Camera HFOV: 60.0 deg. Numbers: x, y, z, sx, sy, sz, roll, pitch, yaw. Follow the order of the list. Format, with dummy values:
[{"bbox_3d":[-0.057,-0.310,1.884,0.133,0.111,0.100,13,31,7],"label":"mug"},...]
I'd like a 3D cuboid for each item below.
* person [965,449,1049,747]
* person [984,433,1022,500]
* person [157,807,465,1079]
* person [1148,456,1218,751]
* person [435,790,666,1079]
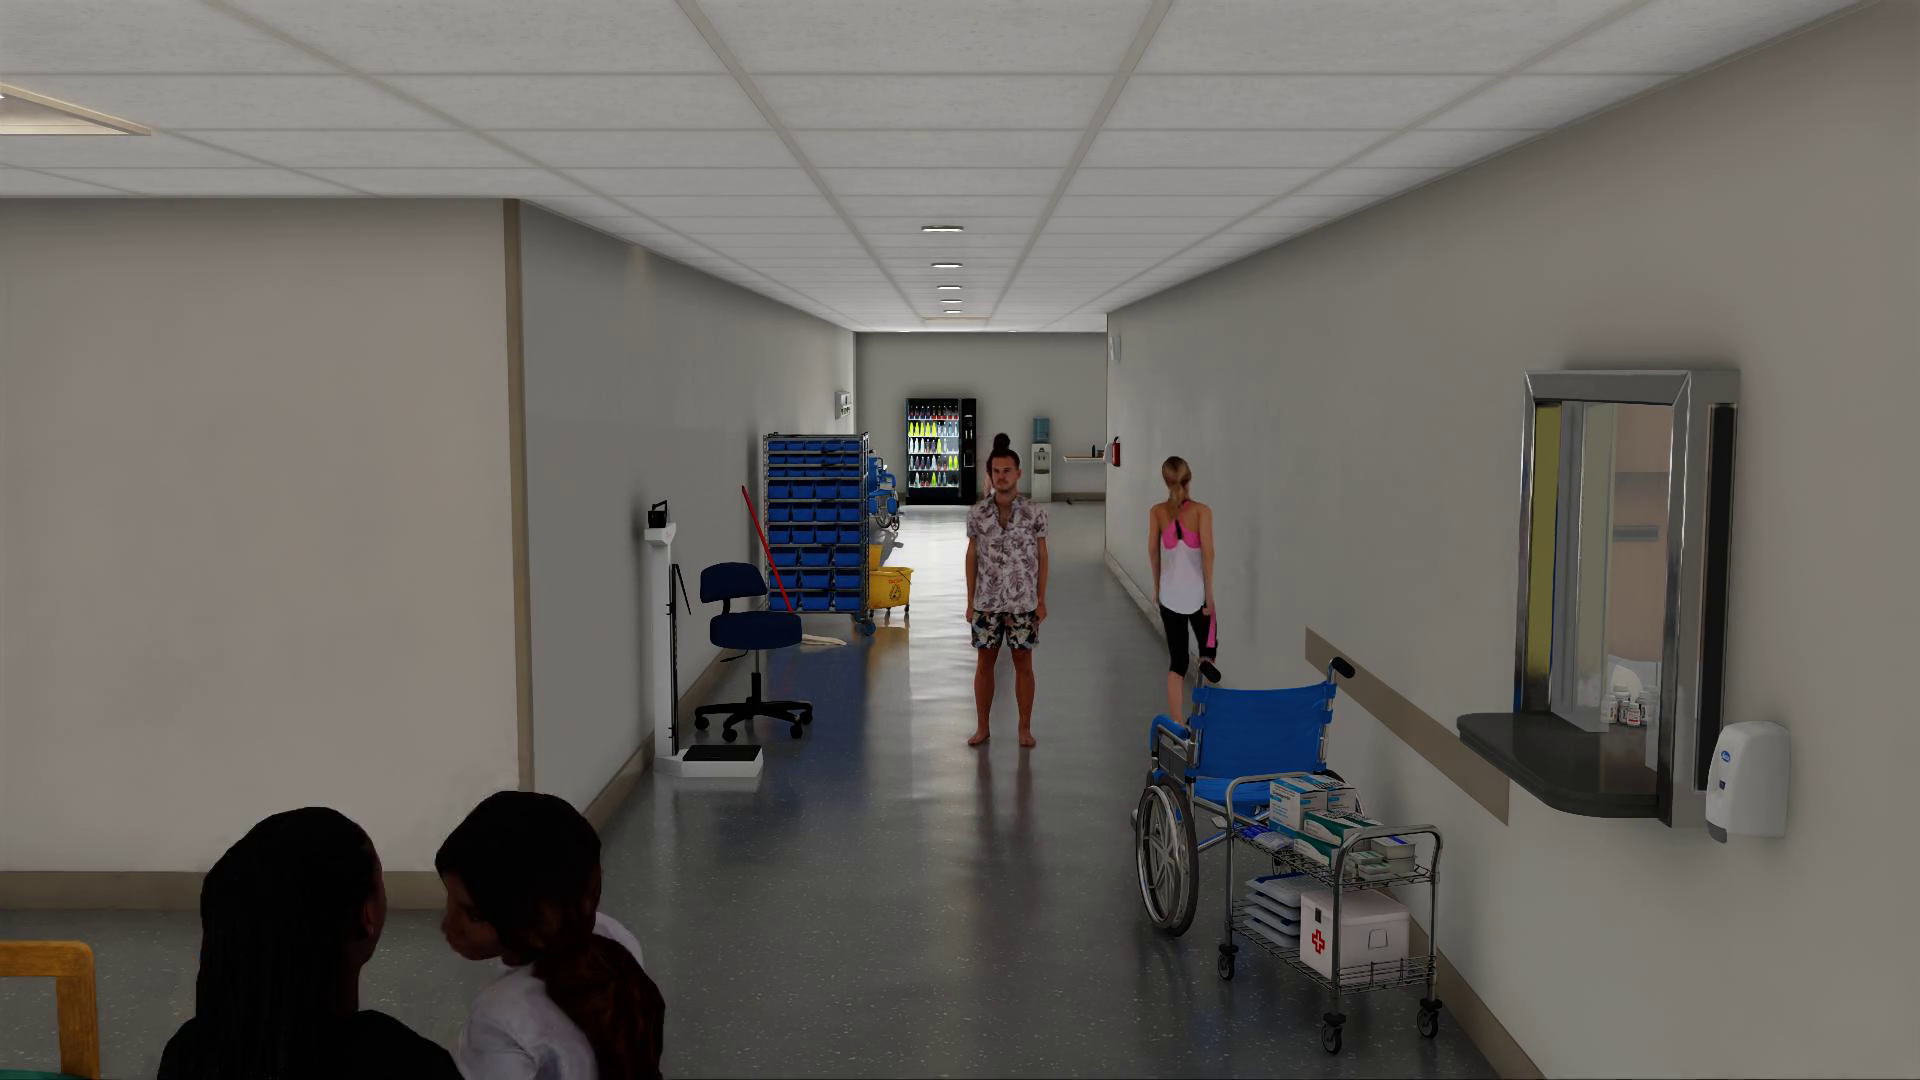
[{"bbox_3d":[0.282,0.342,10.261,0.537,1.816,0.749,1,6,7],"label":"person"},{"bbox_3d":[0.412,-0.284,17.359,0.547,1.641,0.658,1,6,12],"label":"person"},{"bbox_3d":[-0.855,1.215,2.126,1.062,1.706,0.849,1,6,13],"label":"person"},{"bbox_3d":[1.306,0.393,10.033,0.761,1.758,0.833,4,7,37],"label":"person"},{"bbox_3d":[-0.572,1.175,2.572,0.699,1.697,0.795,3,7,30],"label":"person"}]
